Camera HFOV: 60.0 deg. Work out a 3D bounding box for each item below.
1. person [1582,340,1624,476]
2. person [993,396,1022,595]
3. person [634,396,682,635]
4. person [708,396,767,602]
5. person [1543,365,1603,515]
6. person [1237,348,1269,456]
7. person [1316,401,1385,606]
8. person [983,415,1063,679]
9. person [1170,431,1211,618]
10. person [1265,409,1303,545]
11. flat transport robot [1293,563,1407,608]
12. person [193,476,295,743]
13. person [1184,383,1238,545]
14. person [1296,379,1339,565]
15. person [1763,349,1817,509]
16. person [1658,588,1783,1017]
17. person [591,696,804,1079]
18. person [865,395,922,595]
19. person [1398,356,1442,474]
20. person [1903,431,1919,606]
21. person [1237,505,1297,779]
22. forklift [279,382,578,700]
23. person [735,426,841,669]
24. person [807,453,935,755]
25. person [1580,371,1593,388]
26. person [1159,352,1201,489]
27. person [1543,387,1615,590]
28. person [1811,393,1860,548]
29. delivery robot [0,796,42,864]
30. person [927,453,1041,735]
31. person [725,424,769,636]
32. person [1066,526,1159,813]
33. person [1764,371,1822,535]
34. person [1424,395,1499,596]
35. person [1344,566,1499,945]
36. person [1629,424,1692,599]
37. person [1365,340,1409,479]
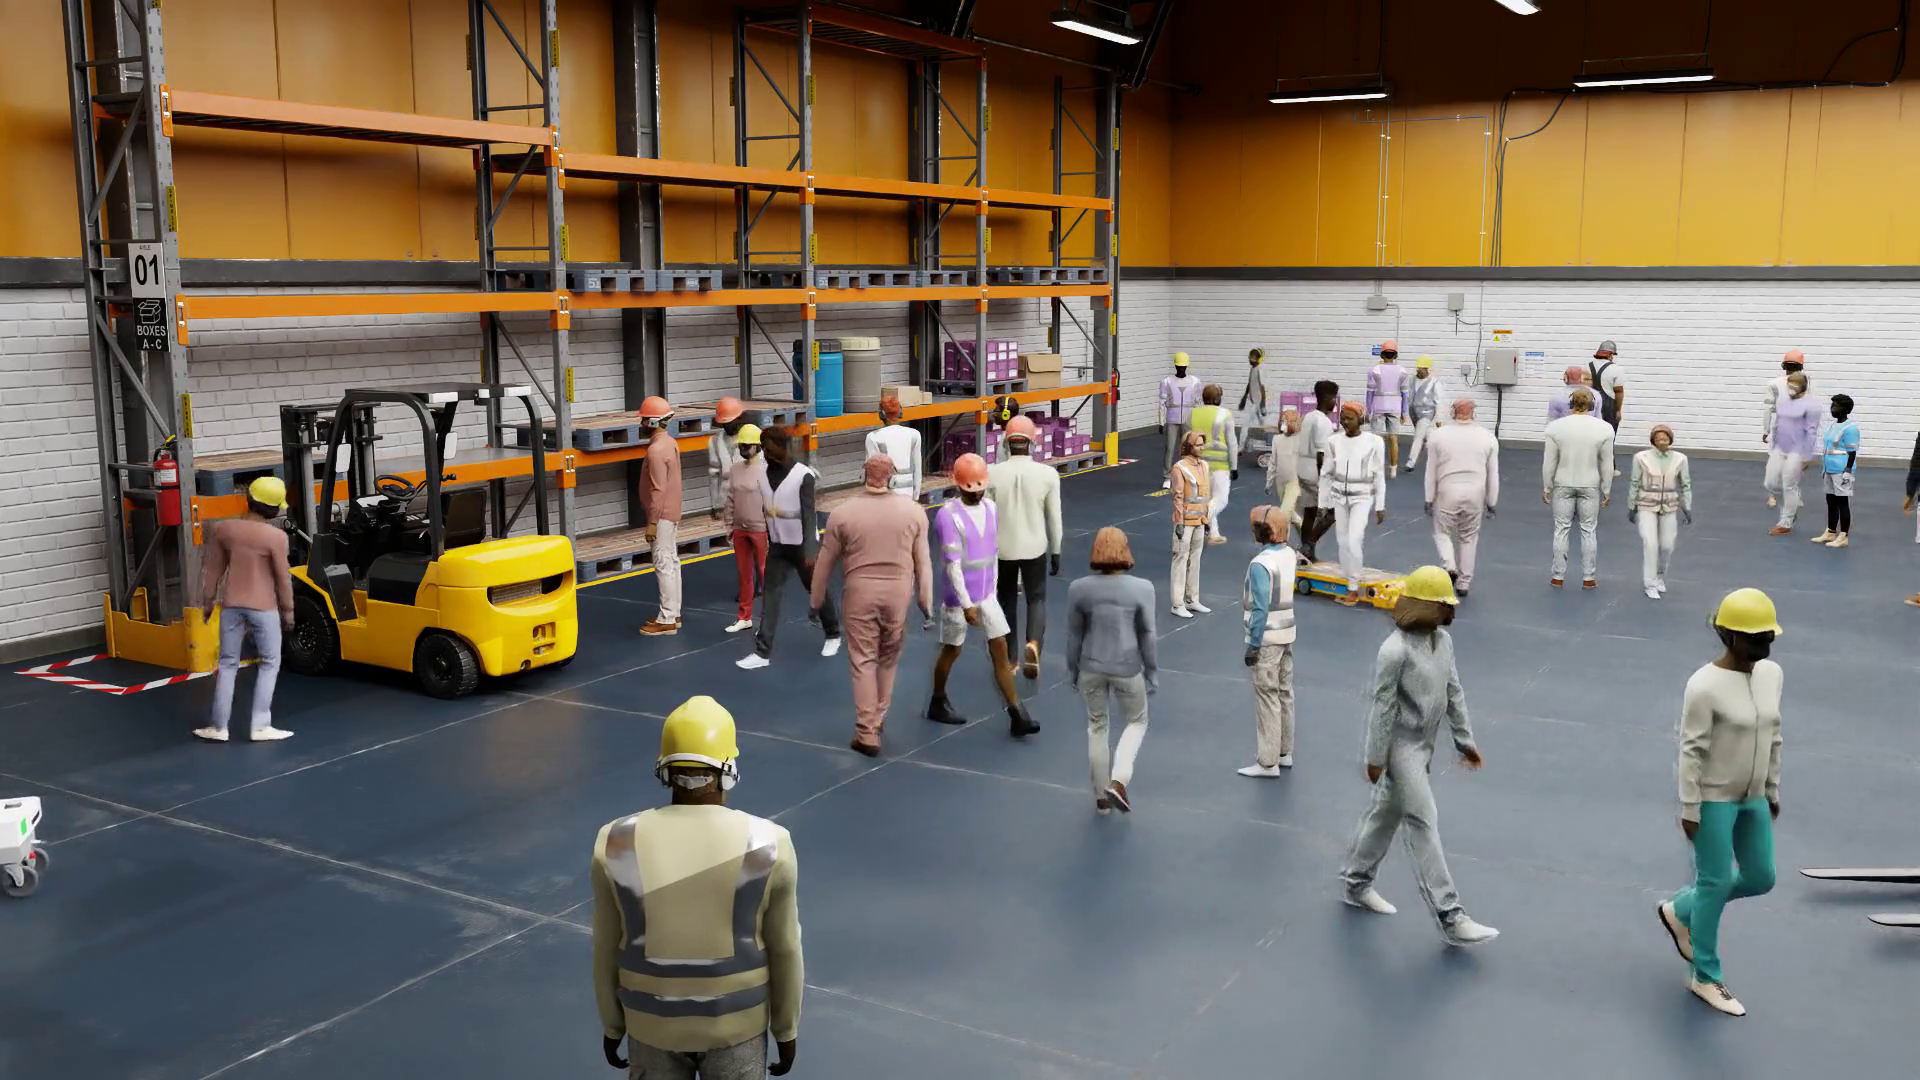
[{"bbox_3d":[9.596,-1.974,24.797,0.536,2.000,0.681,-7,11,-37],"label":"person"},{"bbox_3d":[0.445,-0.419,15.618,0.328,1.874,0.517,1,9,6],"label":"person"},{"bbox_3d":[-2.508,-0.205,13.898,0.381,1.994,0.614,0,9,2],"label":"person"},{"bbox_3d":[-2.022,-0.367,15.176,0.589,1.904,0.477,3,10,17],"label":"person"},{"bbox_3d":[7.500,-1.205,20.450,0.684,1.887,0.557,0,9,-1],"label":"person"},{"bbox_3d":[4.892,-2.247,27.252,0.989,1.805,0.556,0,9,2],"label":"person"},{"bbox_3d":[3.502,-0.323,15.035,0.602,1.861,0.599,8,12,40],"label":"person"},{"bbox_3d":[0.443,0.073,12.242,0.632,1.976,0.738,0,9,2],"label":"person"},{"bbox_3d":[2.028,-0.146,14.633,0.308,1.641,0.514,7,12,38],"label":"person"},{"bbox_3d":[3.500,-0.594,17.563,0.823,1.598,0.512,-7,11,-35],"label":"person"},{"bbox_3d":[3.662,0.400,15.489,0.652,0.197,1.431,-7,11,-37],"label":"flat transport robot"},{"bbox_3d":[-4.618,0.447,10.686,0.698,1.718,0.385,1,9,7],"label":"person"},{"bbox_3d":[2.714,-0.807,18.208,0.756,1.817,0.626,-9,12,-43],"label":"person"},{"bbox_3d":[3.632,-0.651,16.831,0.425,1.938,0.596,-2,9,-11],"label":"person"},{"bbox_3d":[10.631,-1.422,21.341,0.605,2.045,0.379,5,10,29],"label":"person"},{"bbox_3d":[3.126,1.043,6.854,0.535,1.753,0.480,-4,10,-25],"label":"person"},{"bbox_3d":[-0.740,1.348,4.748,0.594,1.824,0.403,0,9,-3],"label":"person"},{"bbox_3d":[-0.626,-0.403,15.478,0.573,1.884,0.356,-5,10,-29],"label":"person"},{"bbox_3d":[7.029,-1.899,25.214,0.978,1.784,0.599,-5,11,-30],"label":"person"},{"bbox_3d":[9.008,-0.396,15.180,0.835,1.973,0.617,-3,10,-20],"label":"person"},{"bbox_3d":[1.853,0.605,9.951,0.310,1.638,0.523,6,11,33],"label":"person"},{"bbox_3d":[-3.974,-0.067,12.417,2.313,2.155,1.214,5,11,30],"label":"forklift"},{"bbox_3d":[-1.288,0.034,12.860,0.643,1.859,1.032,7,11,37],"label":"person"},{"bbox_3d":[-0.582,0.382,10.606,0.787,1.860,0.849,-2,9,-12],"label":"person"},{"bbox_3d":[8.810,-1.582,23.619,0.264,1.632,0.507,-4,10,-23],"label":"person"},{"bbox_3d":[3.076,-1.670,23.262,0.594,1.922,0.385,-1,9,-3],"label":"person"},{"bbox_3d":[5.873,-0.487,15.834,0.635,1.937,0.353,3,10,19],"label":"person"},{"bbox_3d":[9.654,-0.762,18.296,0.316,1.697,0.542,0,9,1],"label":"person"},{"bbox_3d":[-4.836,1.406,8.011,0.707,0.478,0.477,-4,10,-18],"label":"delivery robot"},{"bbox_3d":[0.096,0.354,10.834,0.574,1.865,0.972,-8,12,-41],"label":"person"},{"bbox_3d":[-1.736,-0.084,13.848,0.525,1.772,0.304,6,11,33],"label":"person"},{"bbox_3d":[0.832,0.729,9.191,0.529,1.619,0.372,3,10,18],"label":"person"},{"bbox_3d":[9.493,-0.982,19.026,0.426,1.906,0.676,-3,10,-17],"label":"person"},{"bbox_3d":[4.645,-0.395,15.410,0.669,1.885,0.483,1,9,7],"label":"person"},{"bbox_3d":[2.126,0.959,7.563,0.878,1.696,0.492,9,13,43],"label":"person"},{"bbox_3d":[6.507,-0.274,15.486,0.539,1.623,0.460,1,9,4],"label":"person"},{"bbox_3d":[6.248,-1.907,24.396,0.606,2.039,0.400,0,9,1],"label":"person"}]
